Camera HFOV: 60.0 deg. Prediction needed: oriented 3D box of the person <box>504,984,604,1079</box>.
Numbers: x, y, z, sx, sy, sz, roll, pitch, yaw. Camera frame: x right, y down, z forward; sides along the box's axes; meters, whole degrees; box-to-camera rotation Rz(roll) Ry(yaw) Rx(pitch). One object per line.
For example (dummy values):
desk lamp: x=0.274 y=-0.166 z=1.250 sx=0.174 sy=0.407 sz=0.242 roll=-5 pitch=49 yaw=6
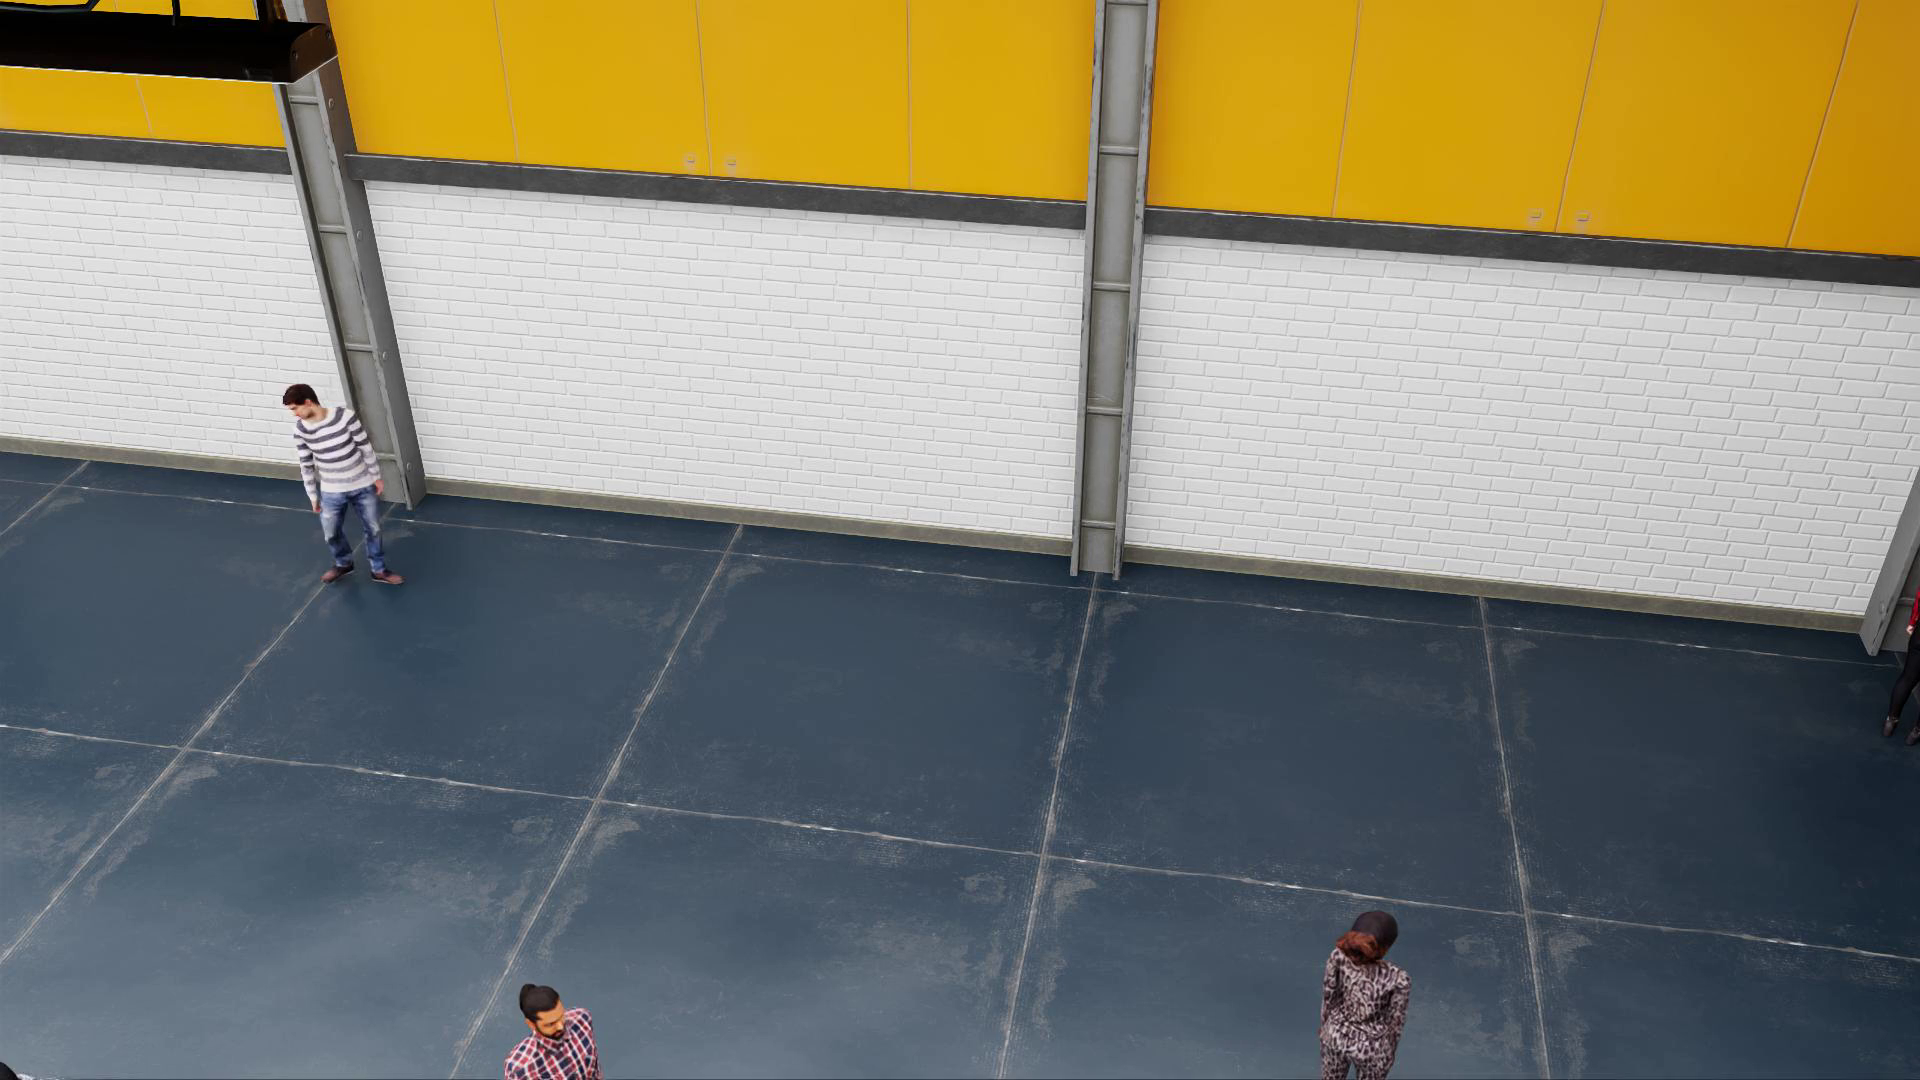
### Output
person: x=-1.874 y=2.770 z=7.942 sx=0.729 sy=1.761 sz=0.768 roll=19 pitch=38 yaw=26

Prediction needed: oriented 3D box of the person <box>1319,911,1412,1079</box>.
person: x=1.998 y=2.516 z=8.367 sx=0.561 sy=1.714 sz=0.689 roll=17 pitch=37 yaw=23

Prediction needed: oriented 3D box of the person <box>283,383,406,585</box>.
person: x=-4.644 y=-0.431 z=12.712 sx=0.760 sy=1.811 sz=0.922 roll=-20 pitch=39 yaw=-28

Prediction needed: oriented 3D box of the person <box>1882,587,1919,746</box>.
person: x=6.592 y=0.671 z=11.198 sx=0.721 sy=1.653 sz=0.633 roll=-27 pitch=42 yaw=-35
